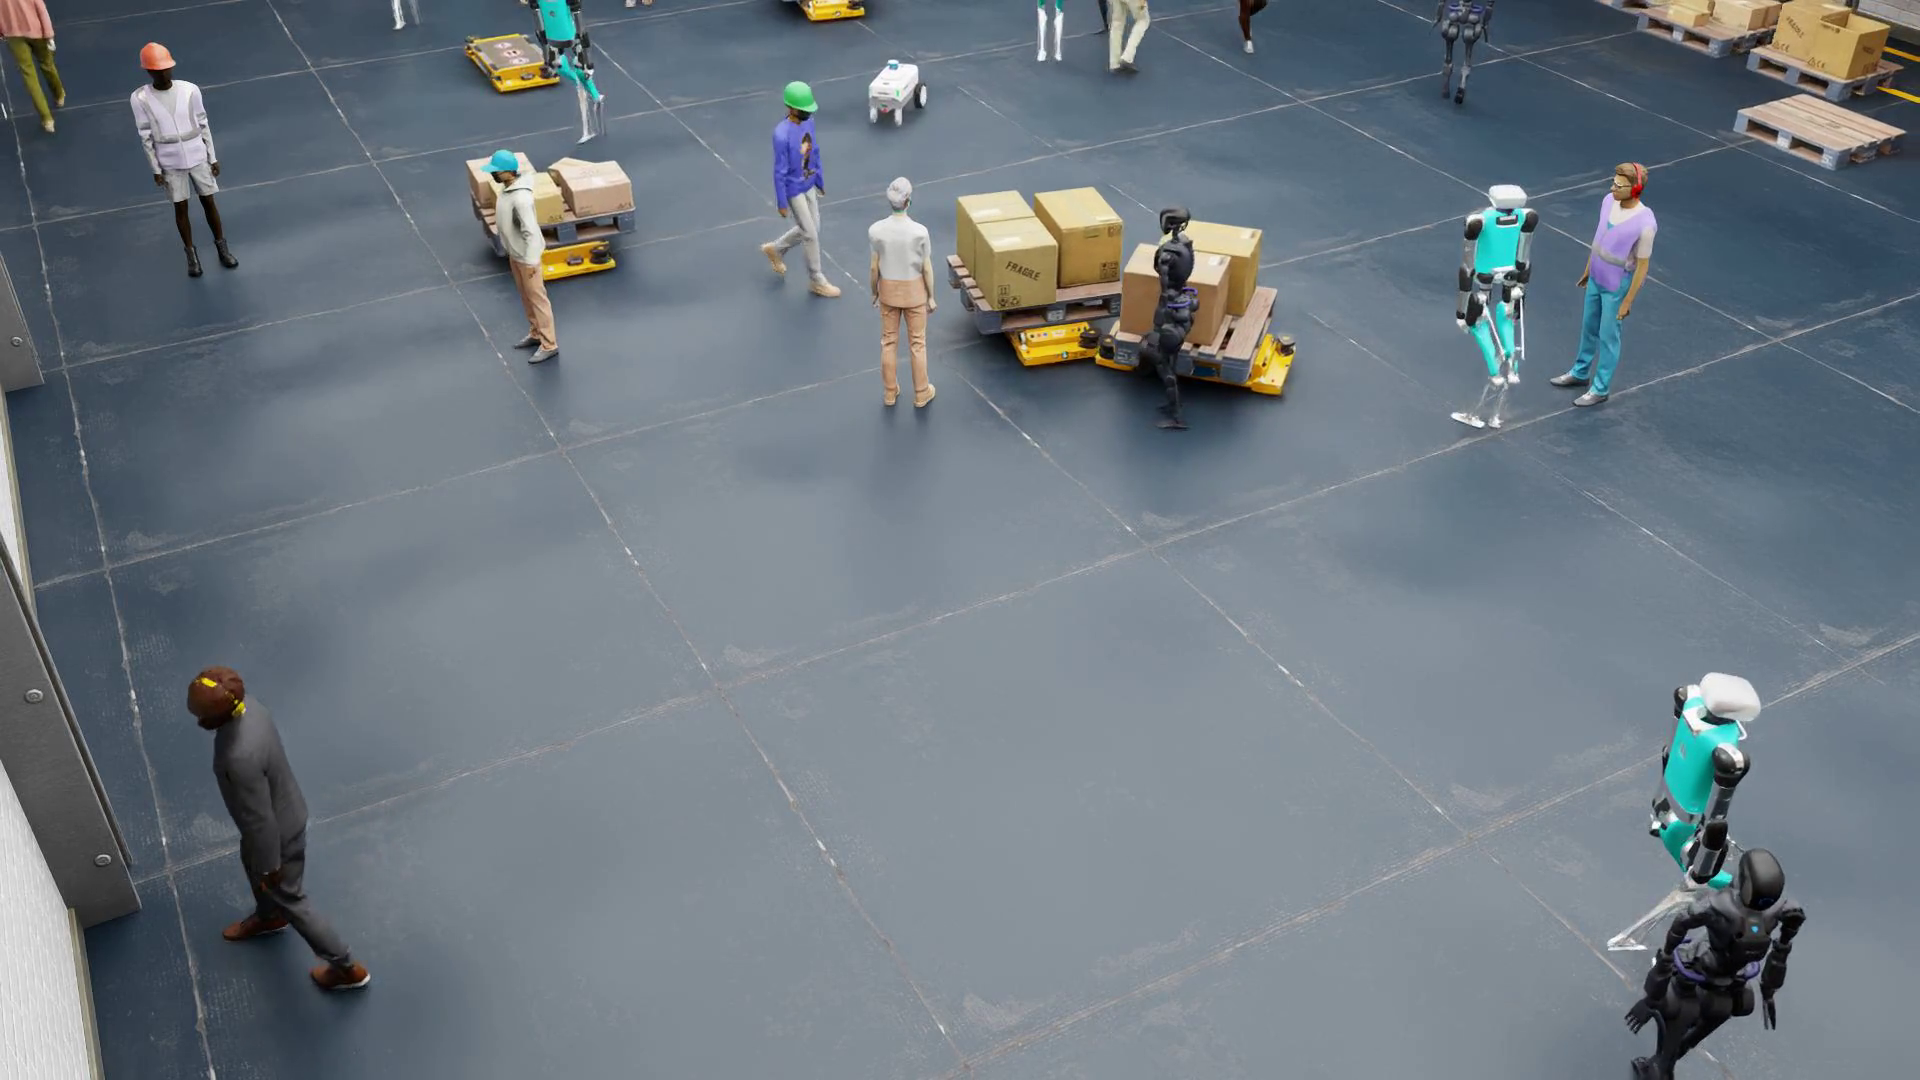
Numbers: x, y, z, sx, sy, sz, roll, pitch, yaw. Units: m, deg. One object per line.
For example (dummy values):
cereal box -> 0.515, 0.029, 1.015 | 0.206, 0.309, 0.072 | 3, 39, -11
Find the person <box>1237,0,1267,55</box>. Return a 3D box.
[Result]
person -> 3.208, -6.360, 18.369 | 0.547, 1.908, 0.539 | -8, 36, -12

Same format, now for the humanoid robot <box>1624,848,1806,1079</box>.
humanoid robot -> 3.094, 1.882, 6.824 | 0.614, 1.638, 0.655 | -3, 35, -4

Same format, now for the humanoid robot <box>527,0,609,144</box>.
humanoid robot -> -3.725, -4.637, 16.160 | 0.535, 1.882, 0.763 | 9, 36, 13

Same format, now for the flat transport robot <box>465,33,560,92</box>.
flat transport robot -> -4.920, -5.246, 18.206 | 0.659, 0.231, 1.431 | -17, 39, -23

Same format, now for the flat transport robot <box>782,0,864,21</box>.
flat transport robot -> -1.682, -6.618, 20.164 | 0.659, 0.231, 1.431 | -12, 37, -16

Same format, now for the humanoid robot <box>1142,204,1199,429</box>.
humanoid robot -> 1.518, -1.560, 11.721 | 0.369, 1.647, 0.584 | 14, 37, 19

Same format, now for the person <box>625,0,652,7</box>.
person -> -3.957, -7.259, 19.684 | 0.600, 1.865, 0.431 | -2, 35, -3

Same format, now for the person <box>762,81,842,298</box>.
person -> -1.346, -2.853, 13.426 | 0.728, 1.831, 0.531 | 18, 39, 24

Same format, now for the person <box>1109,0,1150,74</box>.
person -> 1.789, -5.877, 17.756 | 0.460, 1.818, 0.576 | -29, 44, -34

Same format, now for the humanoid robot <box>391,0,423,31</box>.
humanoid robot -> -6.499, -6.671, 19.018 | 0.532, 1.832, 0.795 | -6, 35, -9

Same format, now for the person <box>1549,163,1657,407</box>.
person -> 4.692, -1.840, 11.969 | 0.373, 1.842, 0.568 | -8, 36, -11

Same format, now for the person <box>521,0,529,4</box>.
person -> -4.985, -7.228, 19.610 | 0.721, 1.899, 0.984 | -16, 38, -21

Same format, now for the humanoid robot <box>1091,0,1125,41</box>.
humanoid robot -> 1.727, -6.485, 18.756 | 0.322, 1.639, 0.600 | -23, 41, -29

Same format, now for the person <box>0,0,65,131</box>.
person -> -9.385, -5.098, 16.686 | 0.535, 1.773, 1.014 | -15, 38, -20

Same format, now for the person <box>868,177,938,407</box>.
person -> -0.411, -1.766, 11.947 | 0.481, 1.748, 0.322 | 7, 36, 10

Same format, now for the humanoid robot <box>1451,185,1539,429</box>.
humanoid robot -> 3.793, -1.555, 11.632 | 0.535, 1.744, 0.731 | -8, 36, -11

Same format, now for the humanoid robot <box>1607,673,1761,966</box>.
humanoid robot -> 3.455, 1.338, 7.520 | 0.700, 1.790, 0.530 | -2, 35, -2

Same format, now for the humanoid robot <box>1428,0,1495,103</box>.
humanoid robot -> 5.148, -5.317, 17.093 | 0.601, 1.643, 0.543 | 7, 36, 10

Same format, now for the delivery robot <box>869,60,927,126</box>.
delivery robot -> -0.667, -4.624, 17.085 | 0.499, 0.613, 0.796 | 9, 36, 13

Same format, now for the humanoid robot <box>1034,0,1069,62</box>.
humanoid robot -> 1.001, -6.083, 18.134 | 0.530, 1.790, 0.751 | 2, 35, 2

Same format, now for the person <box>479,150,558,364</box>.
person -> -3.312, -2.142, 12.552 | 0.380, 1.672, 0.481 | -20, 40, -26

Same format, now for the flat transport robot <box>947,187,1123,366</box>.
flat transport robot -> 0.613, -1.836, 13.337 | 0.659, 0.231, 1.431 | -9, 36, -13

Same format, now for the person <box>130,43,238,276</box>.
person -> -6.422, -3.145, 13.750 | 0.545, 1.942, 0.346 | -21, 40, -27

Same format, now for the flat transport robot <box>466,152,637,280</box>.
flat transport robot -> -3.522, -2.670, 14.528 | 0.659, 0.231, 1.431 | -15, 38, -20

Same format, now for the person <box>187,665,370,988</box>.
person -> -3.181, 1.286, 7.515 | 0.683, 1.837, 0.597 | -9, 36, -12

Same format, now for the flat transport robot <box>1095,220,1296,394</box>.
flat transport robot -> 1.815, -1.454, 12.791 | 1.431, 0.231, 0.659 | 11, 37, 15
